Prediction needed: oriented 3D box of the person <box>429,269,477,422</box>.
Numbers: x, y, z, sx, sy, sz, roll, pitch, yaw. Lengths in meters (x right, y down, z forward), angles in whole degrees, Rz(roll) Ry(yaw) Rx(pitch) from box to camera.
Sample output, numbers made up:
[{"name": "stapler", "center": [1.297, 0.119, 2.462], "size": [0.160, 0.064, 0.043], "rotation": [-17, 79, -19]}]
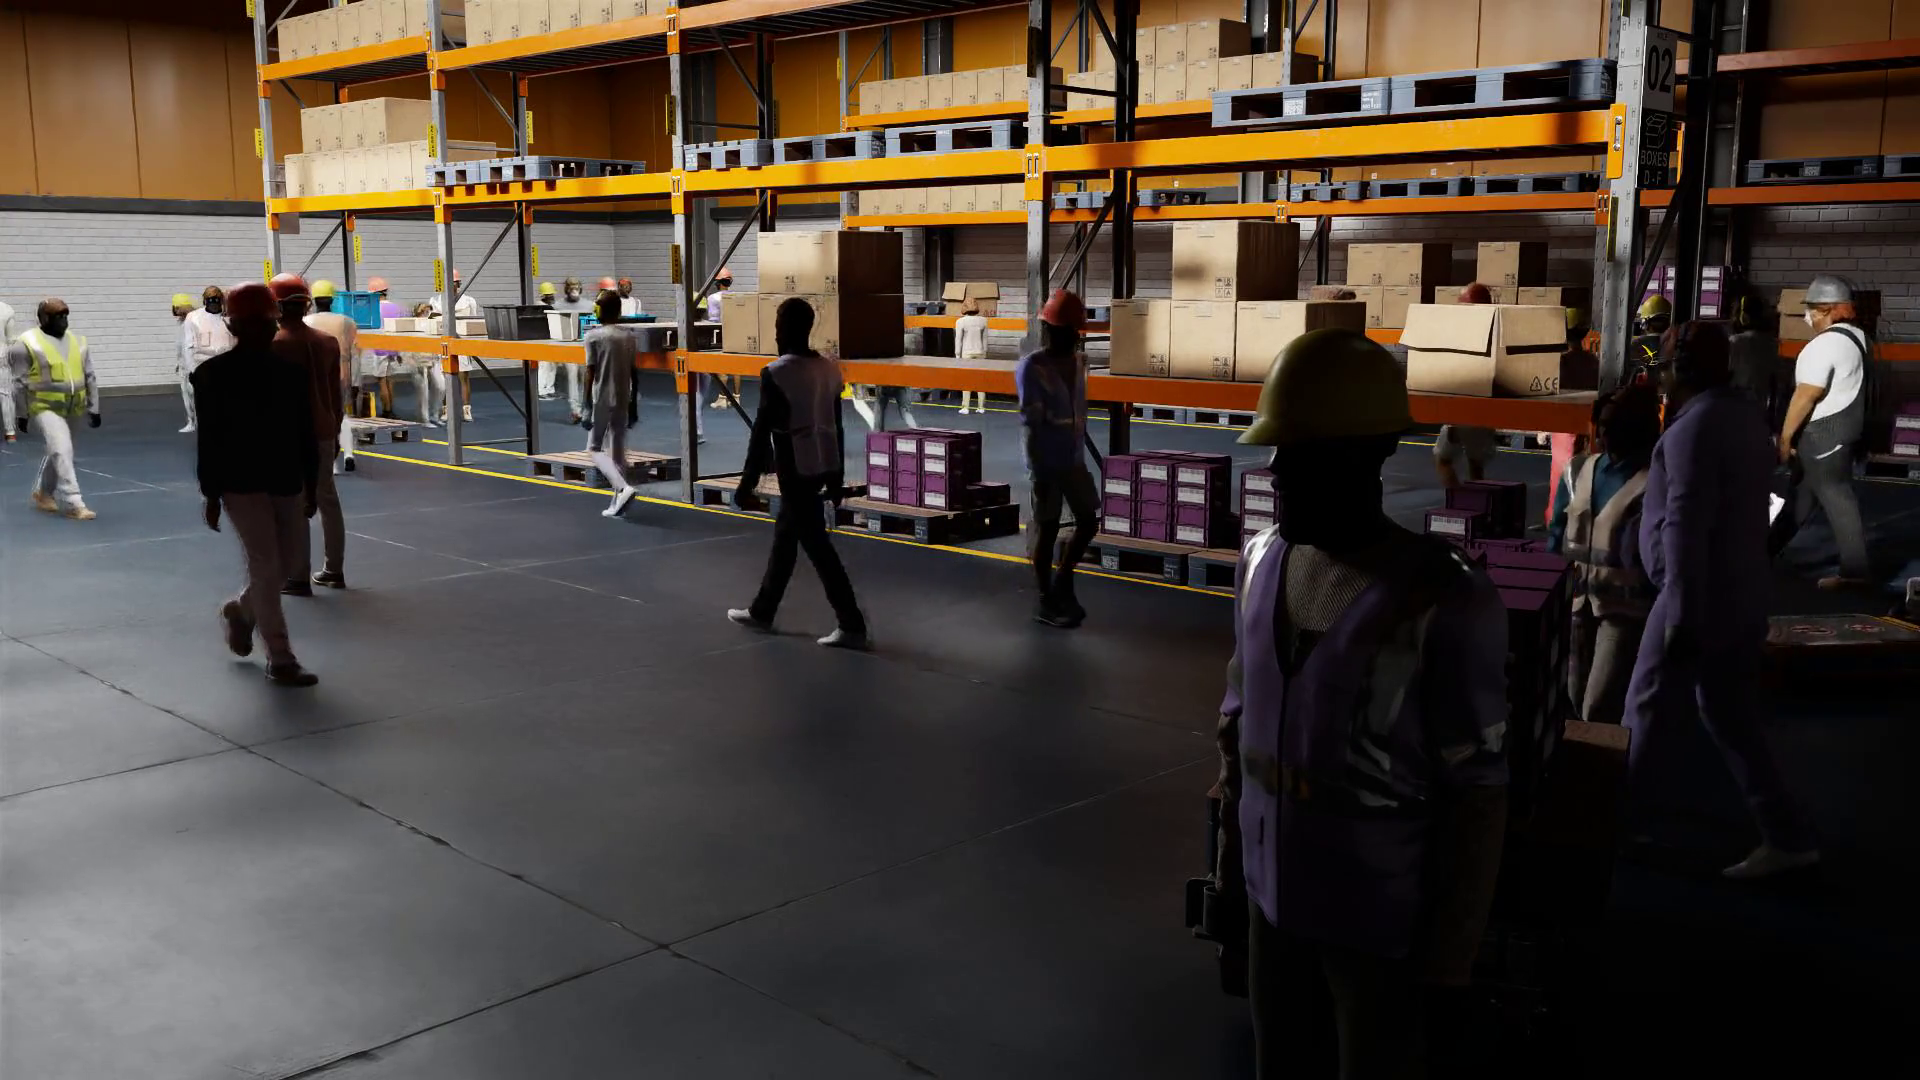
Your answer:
[{"name": "person", "center": [-6.673, -2.565, 21.930], "size": [0.608, 2.044, 0.378], "rotation": [-2, 9, -12]}]

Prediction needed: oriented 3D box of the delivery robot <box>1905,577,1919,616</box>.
[{"name": "delivery robot", "center": [5.301, 0.293, 8.674], "size": [0.707, 0.478, 0.477], "rotation": [-4, 10, -23]}]

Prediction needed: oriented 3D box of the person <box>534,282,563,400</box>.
[{"name": "person", "center": [-6.374, -3.070, 25.728], "size": [0.421, 1.818, 0.610], "rotation": [3, 10, 17]}]

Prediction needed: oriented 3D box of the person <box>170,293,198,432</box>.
[{"name": "person", "center": [-9.505, -2.197, 20.651], "size": [0.494, 1.733, 0.514], "rotation": [6, 11, 33]}]

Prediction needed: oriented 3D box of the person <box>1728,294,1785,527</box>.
[{"name": "person", "center": [6.127, -0.978, 12.857], "size": [0.502, 1.839, 0.785], "rotation": [-4, 10, -25]}]

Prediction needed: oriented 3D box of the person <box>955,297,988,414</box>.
[{"name": "person", "center": [0.163, -2.573, 23.259], "size": [0.497, 1.629, 0.276], "rotation": [-4, 10, -23]}]

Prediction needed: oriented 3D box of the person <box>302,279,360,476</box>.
[{"name": "person", "center": [-6.189, -1.579, 16.266], "size": [0.582, 1.916, 0.413], "rotation": [-7, 12, -38]}]

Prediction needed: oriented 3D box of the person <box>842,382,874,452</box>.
[{"name": "person", "center": [-1.196, -1.867, 18.381], "size": [0.935, 1.825, 0.517], "rotation": [8, 12, 39]}]

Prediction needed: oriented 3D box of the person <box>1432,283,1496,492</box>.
[{"name": "person", "center": [3.726, -0.907, 12.146], "size": [0.544, 1.919, 0.407], "rotation": [-3, 10, -19]}]

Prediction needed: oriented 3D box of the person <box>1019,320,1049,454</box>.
[{"name": "person", "center": [0.866, -1.673, 17.791], "size": [0.503, 1.614, 0.673], "rotation": [-6, 11, -33]}]

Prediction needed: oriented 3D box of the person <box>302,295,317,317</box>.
[{"name": "person", "center": [-10.153, -3.094, 25.631], "size": [0.426, 1.889, 0.681], "rotation": [0, 9, 2]}]

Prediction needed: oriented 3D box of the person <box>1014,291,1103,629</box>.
[{"name": "person", "center": [0.561, -0.424, 9.248], "size": [0.584, 1.897, 0.491], "rotation": [-7, 12, -38]}]

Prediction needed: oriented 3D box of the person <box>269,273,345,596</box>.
[{"name": "person", "center": [-4.113, -0.653, 10.352], "size": [0.379, 1.996, 0.611], "rotation": [5, 11, 30]}]

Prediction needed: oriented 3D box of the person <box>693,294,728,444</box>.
[{"name": "person", "center": [-2.959, -1.956, 19.127], "size": [0.549, 1.724, 0.814], "rotation": [-5, 11, -30]}]

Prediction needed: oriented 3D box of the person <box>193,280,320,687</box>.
[{"name": "person", "center": [-3.479, -0.288, 8.207], "size": [0.823, 1.972, 0.622], "rotation": [7, 11, 35]}]

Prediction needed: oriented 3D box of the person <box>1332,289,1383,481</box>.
[{"name": "person", "center": [3.447, -1.435, 15.638], "size": [1.032, 1.843, 0.703], "rotation": [7, 11, 35]}]

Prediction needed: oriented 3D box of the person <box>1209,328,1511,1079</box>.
[{"name": "person", "center": [0.631, 0.607, 2.841], "size": [0.382, 1.924, 0.594], "rotation": [-6, 11, -32]}]

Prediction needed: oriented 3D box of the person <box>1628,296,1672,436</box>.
[{"name": "person", "center": [5.208, -0.921, 12.541], "size": [0.586, 1.824, 0.405], "rotation": [0, 9, -2]}]

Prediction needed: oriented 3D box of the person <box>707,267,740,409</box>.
[{"name": "person", "center": [-3.421, -2.923, 24.127], "size": [0.370, 2.044, 0.608], "rotation": [9, 13, 43]}]

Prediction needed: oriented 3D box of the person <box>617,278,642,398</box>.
[{"name": "person", "center": [-5.222, -3.142, 25.961], "size": [0.576, 1.883, 0.355], "rotation": [-7, 11, -36]}]

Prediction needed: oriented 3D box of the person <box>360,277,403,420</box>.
[{"name": "person", "center": [-7.580, -2.469, 21.765], "size": [0.491, 1.906, 0.581], "rotation": [3, 10, 19]}]

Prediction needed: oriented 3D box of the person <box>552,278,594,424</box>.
[{"name": "person", "center": [-4.980, -2.461, 21.727], "size": [0.651, 1.892, 0.969], "rotation": [-5, 10, -28]}]

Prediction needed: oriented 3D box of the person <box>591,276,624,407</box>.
[{"name": "person", "center": [-4.880, -2.694, 23.108], "size": [0.444, 1.923, 0.542], "rotation": [8, 12, 40]}]

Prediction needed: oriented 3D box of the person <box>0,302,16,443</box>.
[{"name": "person", "center": [-11.230, -2.070, 19.219], "size": [0.372, 1.940, 0.631], "rotation": [7, 12, 39]}]

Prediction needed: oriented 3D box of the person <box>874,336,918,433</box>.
[{"name": "person", "center": [-0.684, -1.663, 17.805], "size": [0.504, 1.588, 0.868], "rotation": [-7, 12, -38]}]

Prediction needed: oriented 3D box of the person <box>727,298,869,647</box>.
[{"name": "person", "center": [-0.876, -0.363, 8.987], "size": [1.002, 1.872, 0.605], "rotation": [5, 11, 28]}]

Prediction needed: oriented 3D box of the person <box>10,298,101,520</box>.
[{"name": "person", "center": [-7.415, -1.081, 13.614], "size": [0.949, 1.803, 0.629], "rotation": [5, 10, 27]}]

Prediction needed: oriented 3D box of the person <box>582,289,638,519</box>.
[{"name": "person", "center": [-2.786, -1.073, 13.353], "size": [0.464, 1.857, 0.538], "rotation": [8, 13, 42]}]

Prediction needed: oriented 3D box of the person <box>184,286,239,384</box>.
[{"name": "person", "center": [-8.153, -1.861, 18.251], "size": [0.621, 1.838, 0.429], "rotation": [-5, 10, -26]}]

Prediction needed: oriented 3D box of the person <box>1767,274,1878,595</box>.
[{"name": "person", "center": [5.407, -0.713, 10.582], "size": [0.703, 2.000, 1.031], "rotation": [-9, 13, -43]}]

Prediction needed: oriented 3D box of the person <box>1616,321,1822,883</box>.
[{"name": "person", "center": [2.490, 0.207, 5.549], "size": [0.853, 1.857, 0.720], "rotation": [8, 12, 42]}]

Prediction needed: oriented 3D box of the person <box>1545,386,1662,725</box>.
[{"name": "person", "center": [2.308, 0.256, 5.938], "size": [0.601, 1.615, 0.534], "rotation": [-5, 11, -30]}]

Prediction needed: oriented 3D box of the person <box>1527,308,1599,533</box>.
[{"name": "person", "center": [4.598, -0.857, 12.416], "size": [0.531, 1.742, 0.797], "rotation": [-6, 11, -33]}]

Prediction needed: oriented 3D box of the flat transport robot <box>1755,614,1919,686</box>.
[{"name": "flat transport robot", "center": [4.318, 0.539, 8.321], "size": [1.431, 0.197, 0.652], "rotation": [-1, 9, -7]}]

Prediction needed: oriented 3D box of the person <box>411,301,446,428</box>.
[{"name": "person", "center": [-6.725, -2.207, 21.010], "size": [0.398, 1.623, 0.540], "rotation": [3, 10, 17]}]
